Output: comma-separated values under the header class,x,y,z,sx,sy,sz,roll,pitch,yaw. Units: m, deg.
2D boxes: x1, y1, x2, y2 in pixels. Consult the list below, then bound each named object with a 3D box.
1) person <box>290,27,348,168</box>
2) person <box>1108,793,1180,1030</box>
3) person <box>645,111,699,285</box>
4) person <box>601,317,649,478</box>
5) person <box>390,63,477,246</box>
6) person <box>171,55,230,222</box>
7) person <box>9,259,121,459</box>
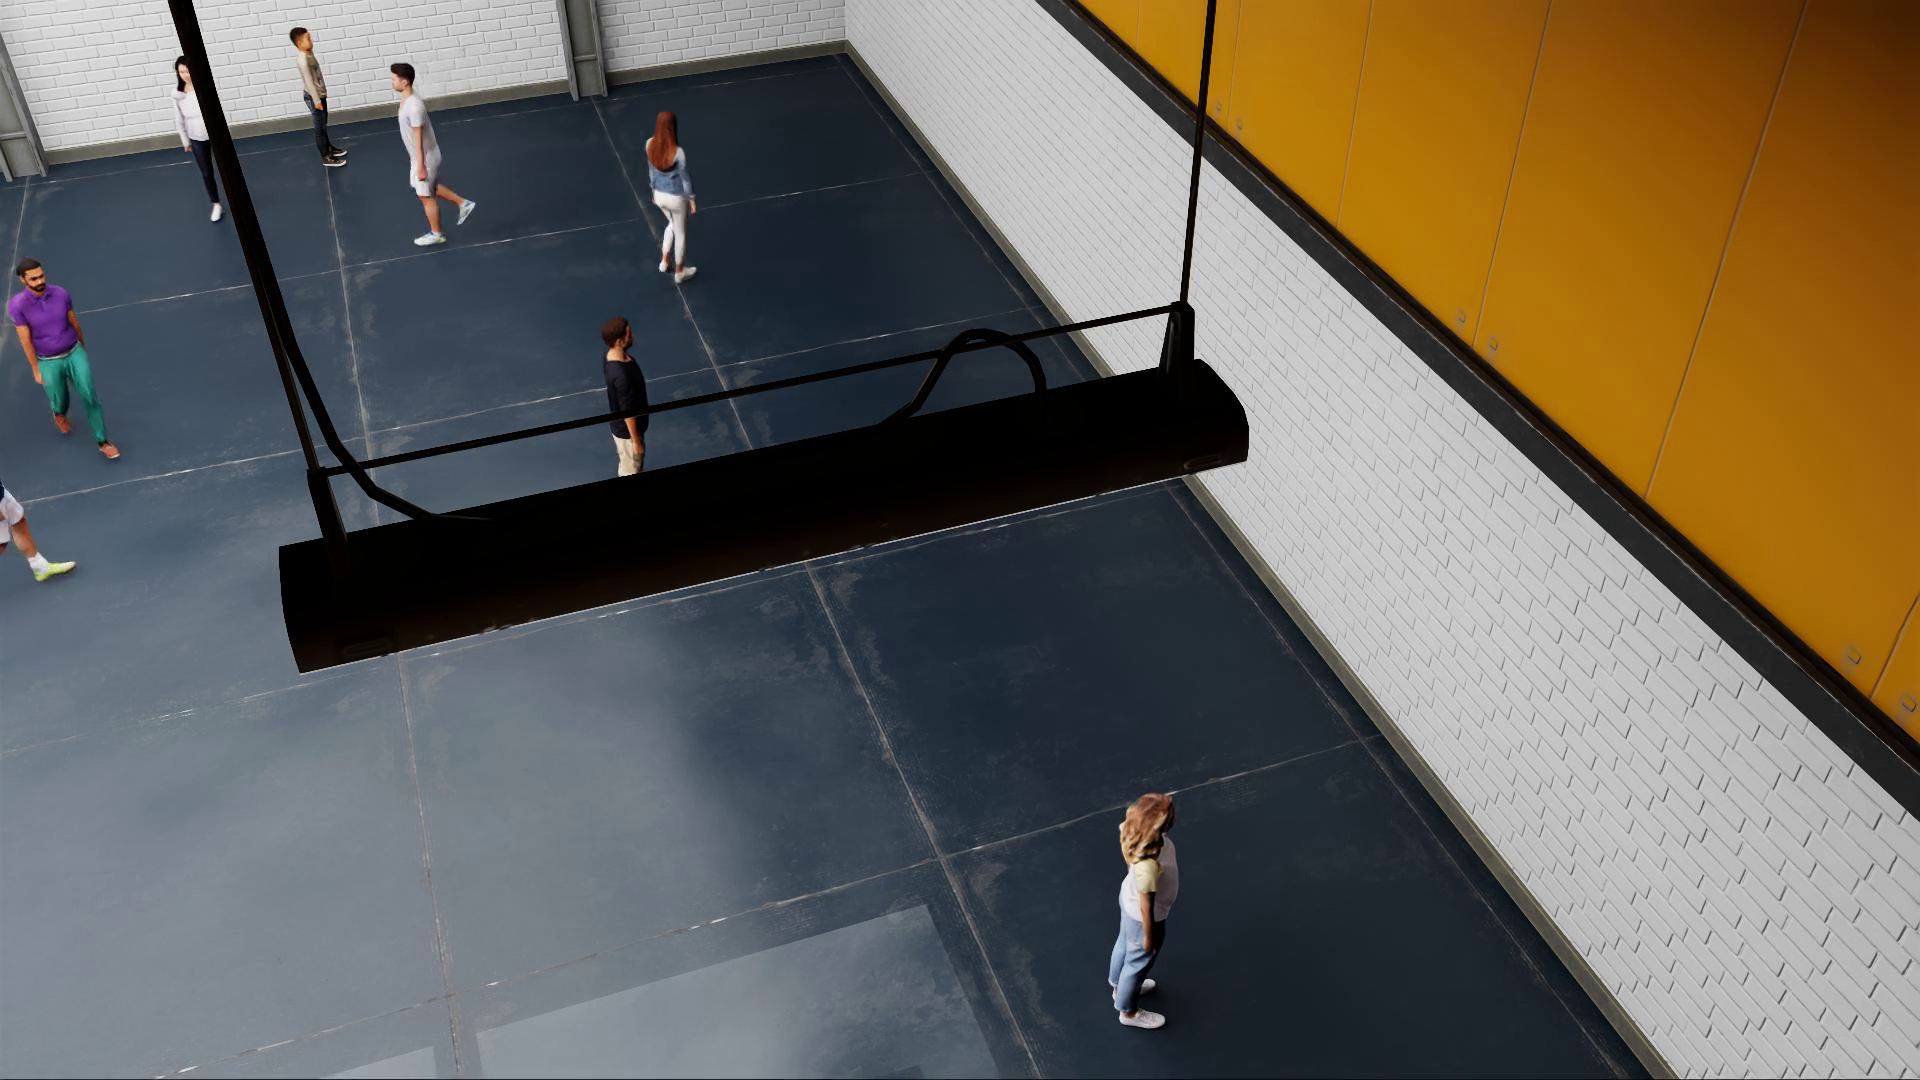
class,x,y,z,sx,sy,sz,roll,pitch,yaw
person,-6.808,-4.690,17.555,0.547,1.464,0.575,-7,39,-9
person,0.978,1.992,8.978,0.625,1.726,0.678,-4,39,-5
person,-2.731,-3.133,15.425,0.764,1.689,0.810,22,44,25
person,-2.491,-0.837,12.421,0.539,1.850,0.629,-12,40,-15
person,-5.084,-3.726,16.049,0.897,1.836,0.706,-15,41,-18
person,-7.458,-3.994,16.495,0.514,1.700,0.699,-8,39,-9
person,-7.235,-1.471,13.296,1.040,1.748,0.940,-31,48,-33
